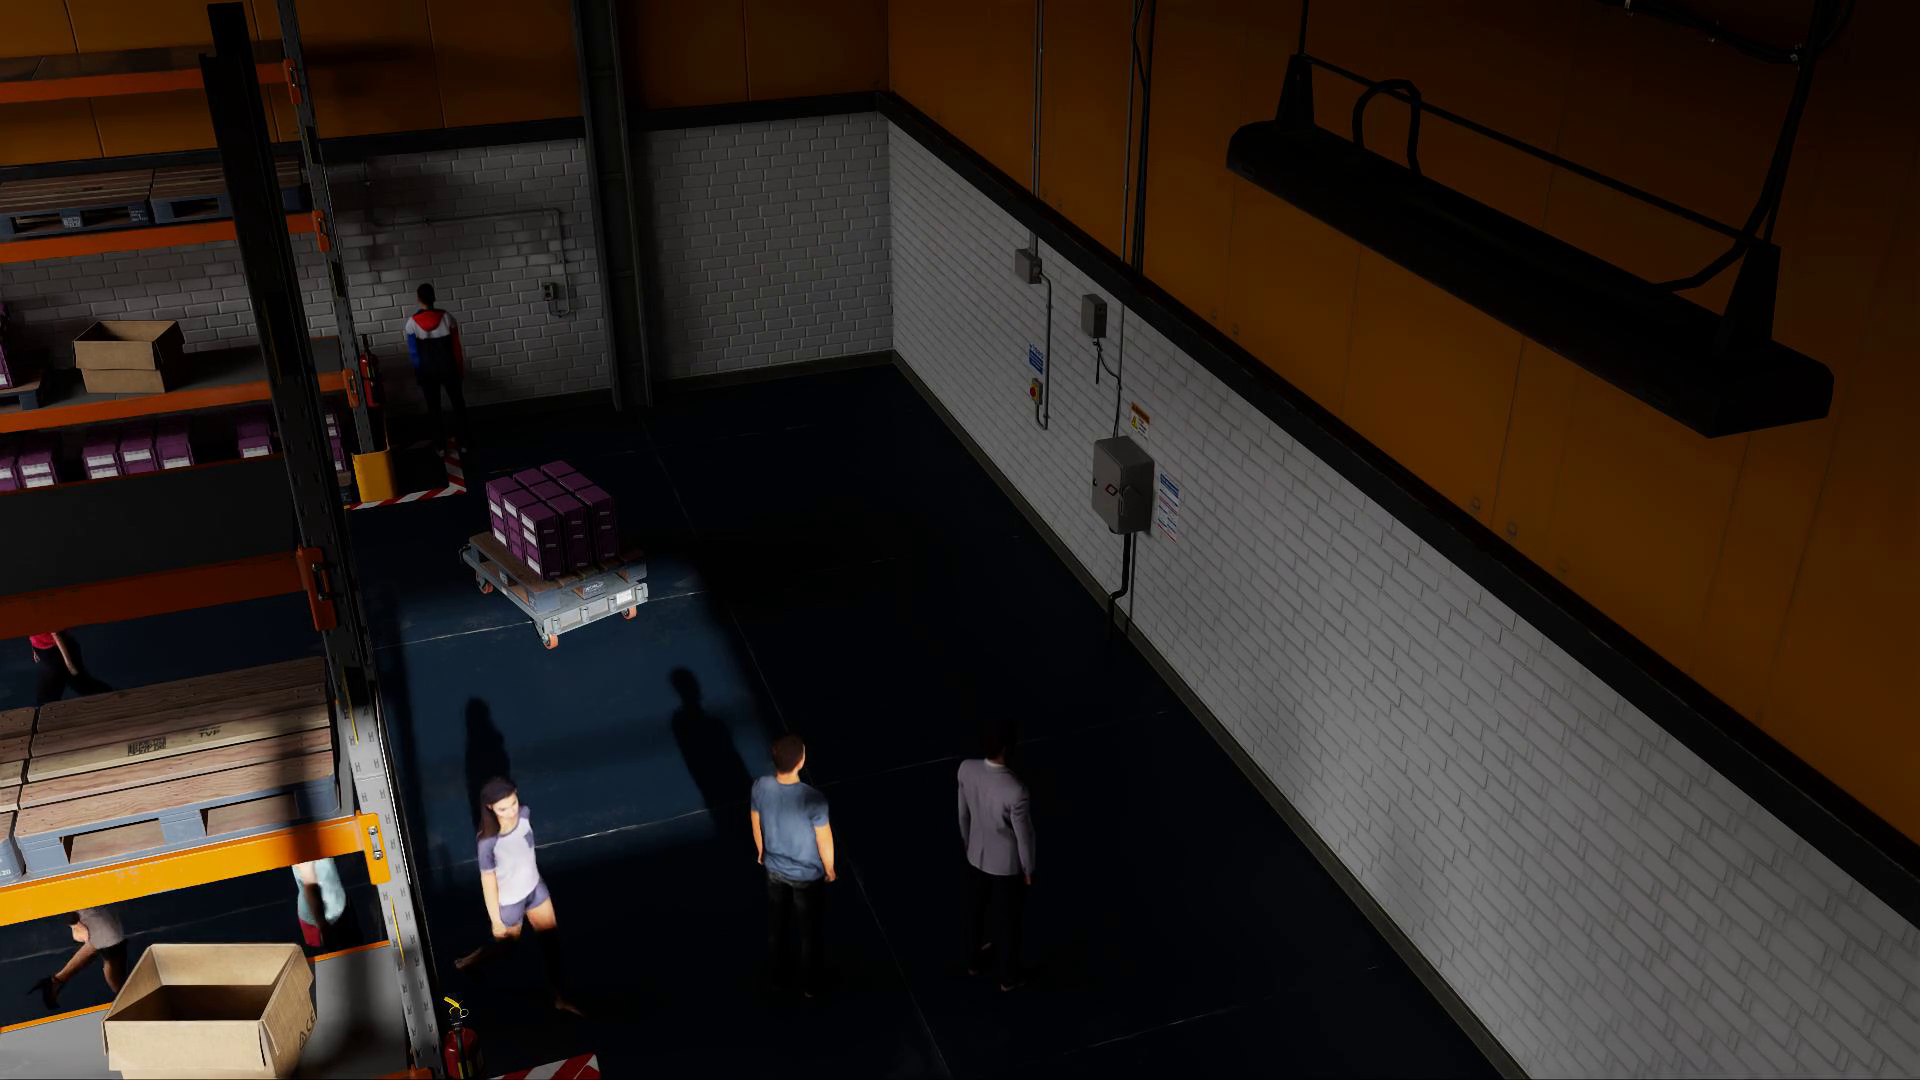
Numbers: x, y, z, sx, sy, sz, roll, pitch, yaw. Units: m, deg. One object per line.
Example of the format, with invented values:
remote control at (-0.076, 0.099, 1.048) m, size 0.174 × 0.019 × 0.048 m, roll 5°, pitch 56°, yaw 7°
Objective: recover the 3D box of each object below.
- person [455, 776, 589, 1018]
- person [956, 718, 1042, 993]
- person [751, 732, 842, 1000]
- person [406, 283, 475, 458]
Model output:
person at (-2.642, 2.050, 9.594) m, size 1.119 × 1.705 × 1.039 m, roll 11°, pitch 30°, yaw 19°
person at (0.211, 1.854, 9.807) m, size 0.770 × 1.847 × 0.771 m, roll 21°, pitch 35°, yaw 33°
person at (-0.981, 1.905, 9.753) m, size 0.709 × 1.809 × 0.784 m, roll 11°, pitch 30°, yaw 19°
person at (-5.135, -1.677, 16.374) m, size 0.460 × 1.756 × 0.696 m, roll -11°, pitch 30°, yaw -19°
